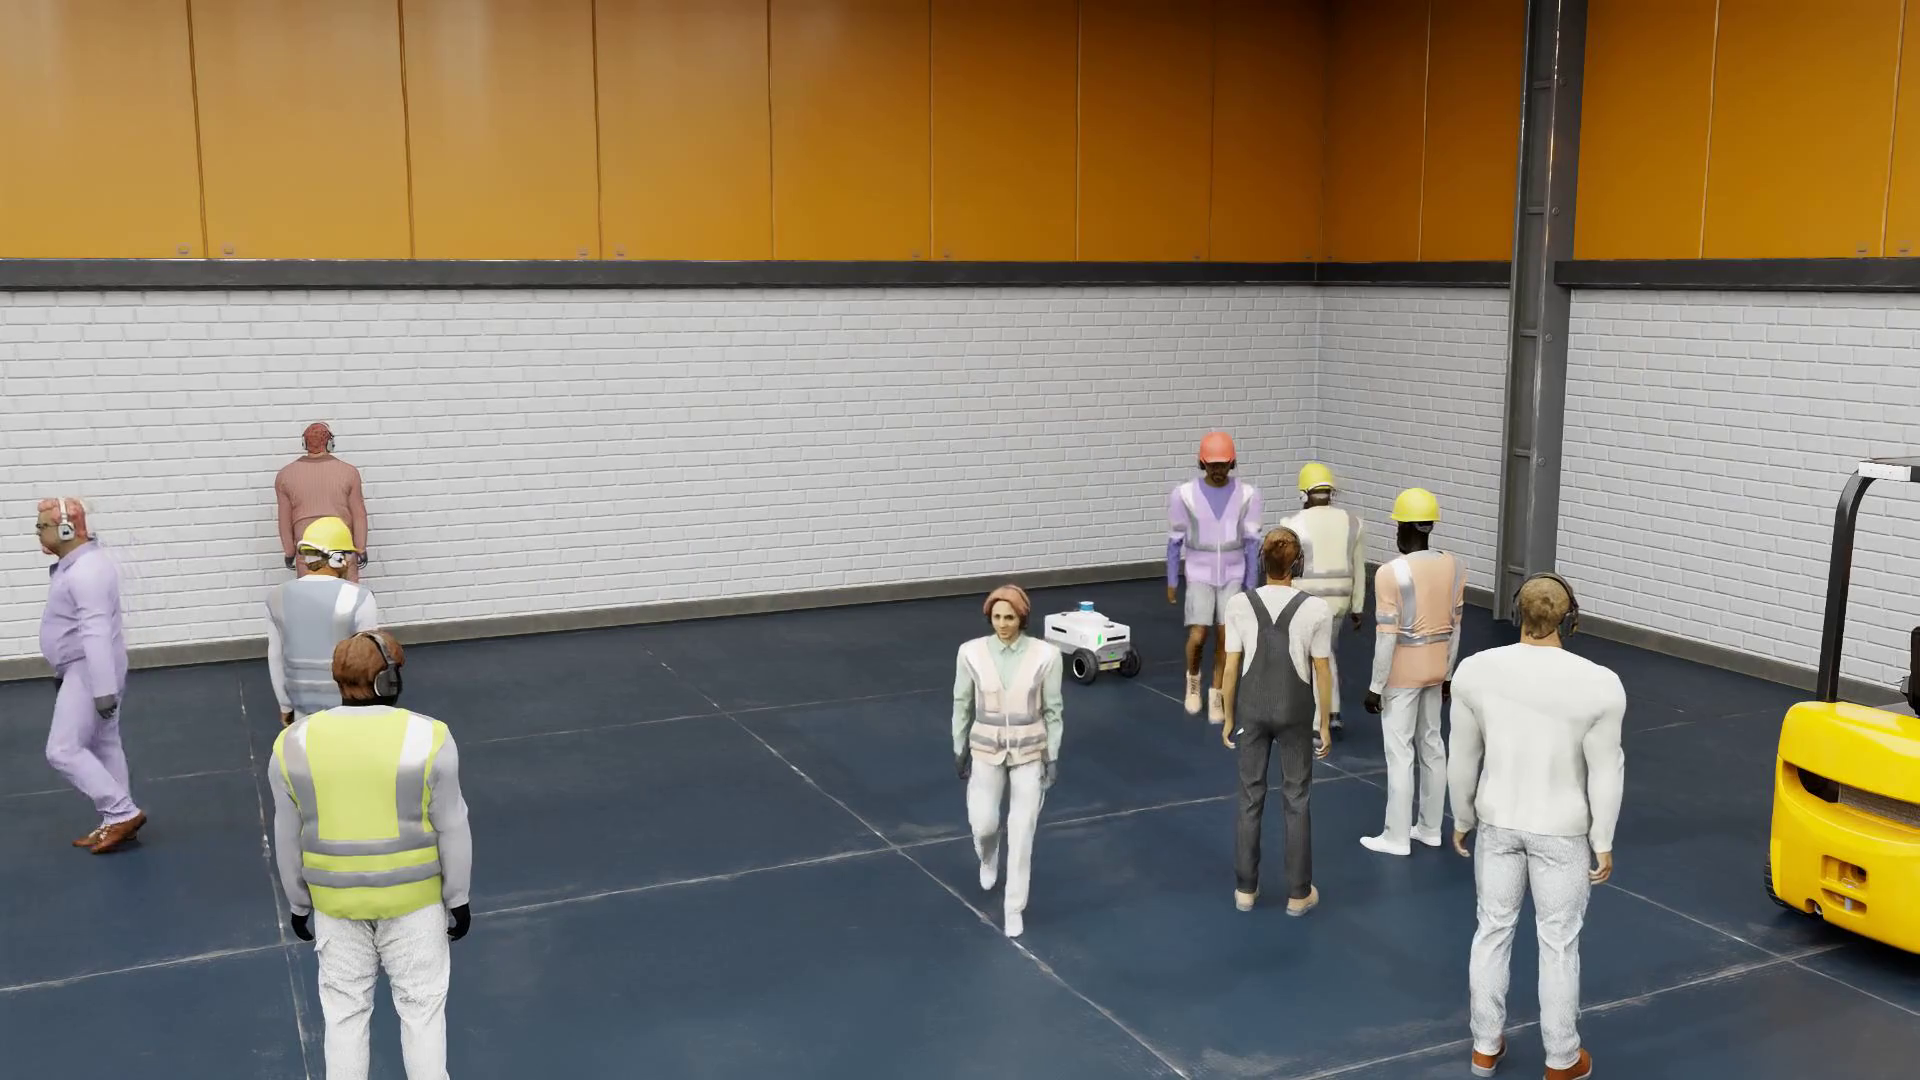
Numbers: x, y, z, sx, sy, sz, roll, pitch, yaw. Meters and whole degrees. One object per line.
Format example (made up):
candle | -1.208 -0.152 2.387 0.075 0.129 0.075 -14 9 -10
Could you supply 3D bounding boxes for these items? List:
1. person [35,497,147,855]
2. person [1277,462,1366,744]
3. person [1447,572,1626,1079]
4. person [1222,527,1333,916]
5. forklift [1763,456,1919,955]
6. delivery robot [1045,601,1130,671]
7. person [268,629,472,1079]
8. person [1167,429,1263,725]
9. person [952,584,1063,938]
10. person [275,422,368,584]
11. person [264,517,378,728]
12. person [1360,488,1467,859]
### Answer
person | -4.562 0.709 8.669 0.434 1.887 0.659 -4 10 -24
person | 2.299 0.403 10.775 0.588 1.808 0.479 -3 10 -16
person | 2.129 1.077 6.201 0.629 1.940 0.378 6 11 33
person | 1.496 0.855 7.867 0.517 1.843 0.325 3 10 18
forklift | 4.857 0.731 7.561 2.313 2.155 1.214 -4 10 -25
delivery robot | 0.951 0.706 12.496 0.477 0.478 0.707 -6 11 -34
person | -1.972 1.213 5.663 0.633 1.840 0.429 -1 9 -4
person | 1.704 0.253 11.106 0.611 2.013 0.494 0 9 1
person | 0.225 0.990 7.741 0.516 1.623 0.513 1 9 6
person | -4.820 0.056 12.642 0.639 1.908 0.409 -2 9 -10
person | -3.132 0.795 8.313 0.592 1.822 0.404 2 9 10
person | 2.343 0.688 8.651 0.594 1.926 0.368 -6 11 -31
